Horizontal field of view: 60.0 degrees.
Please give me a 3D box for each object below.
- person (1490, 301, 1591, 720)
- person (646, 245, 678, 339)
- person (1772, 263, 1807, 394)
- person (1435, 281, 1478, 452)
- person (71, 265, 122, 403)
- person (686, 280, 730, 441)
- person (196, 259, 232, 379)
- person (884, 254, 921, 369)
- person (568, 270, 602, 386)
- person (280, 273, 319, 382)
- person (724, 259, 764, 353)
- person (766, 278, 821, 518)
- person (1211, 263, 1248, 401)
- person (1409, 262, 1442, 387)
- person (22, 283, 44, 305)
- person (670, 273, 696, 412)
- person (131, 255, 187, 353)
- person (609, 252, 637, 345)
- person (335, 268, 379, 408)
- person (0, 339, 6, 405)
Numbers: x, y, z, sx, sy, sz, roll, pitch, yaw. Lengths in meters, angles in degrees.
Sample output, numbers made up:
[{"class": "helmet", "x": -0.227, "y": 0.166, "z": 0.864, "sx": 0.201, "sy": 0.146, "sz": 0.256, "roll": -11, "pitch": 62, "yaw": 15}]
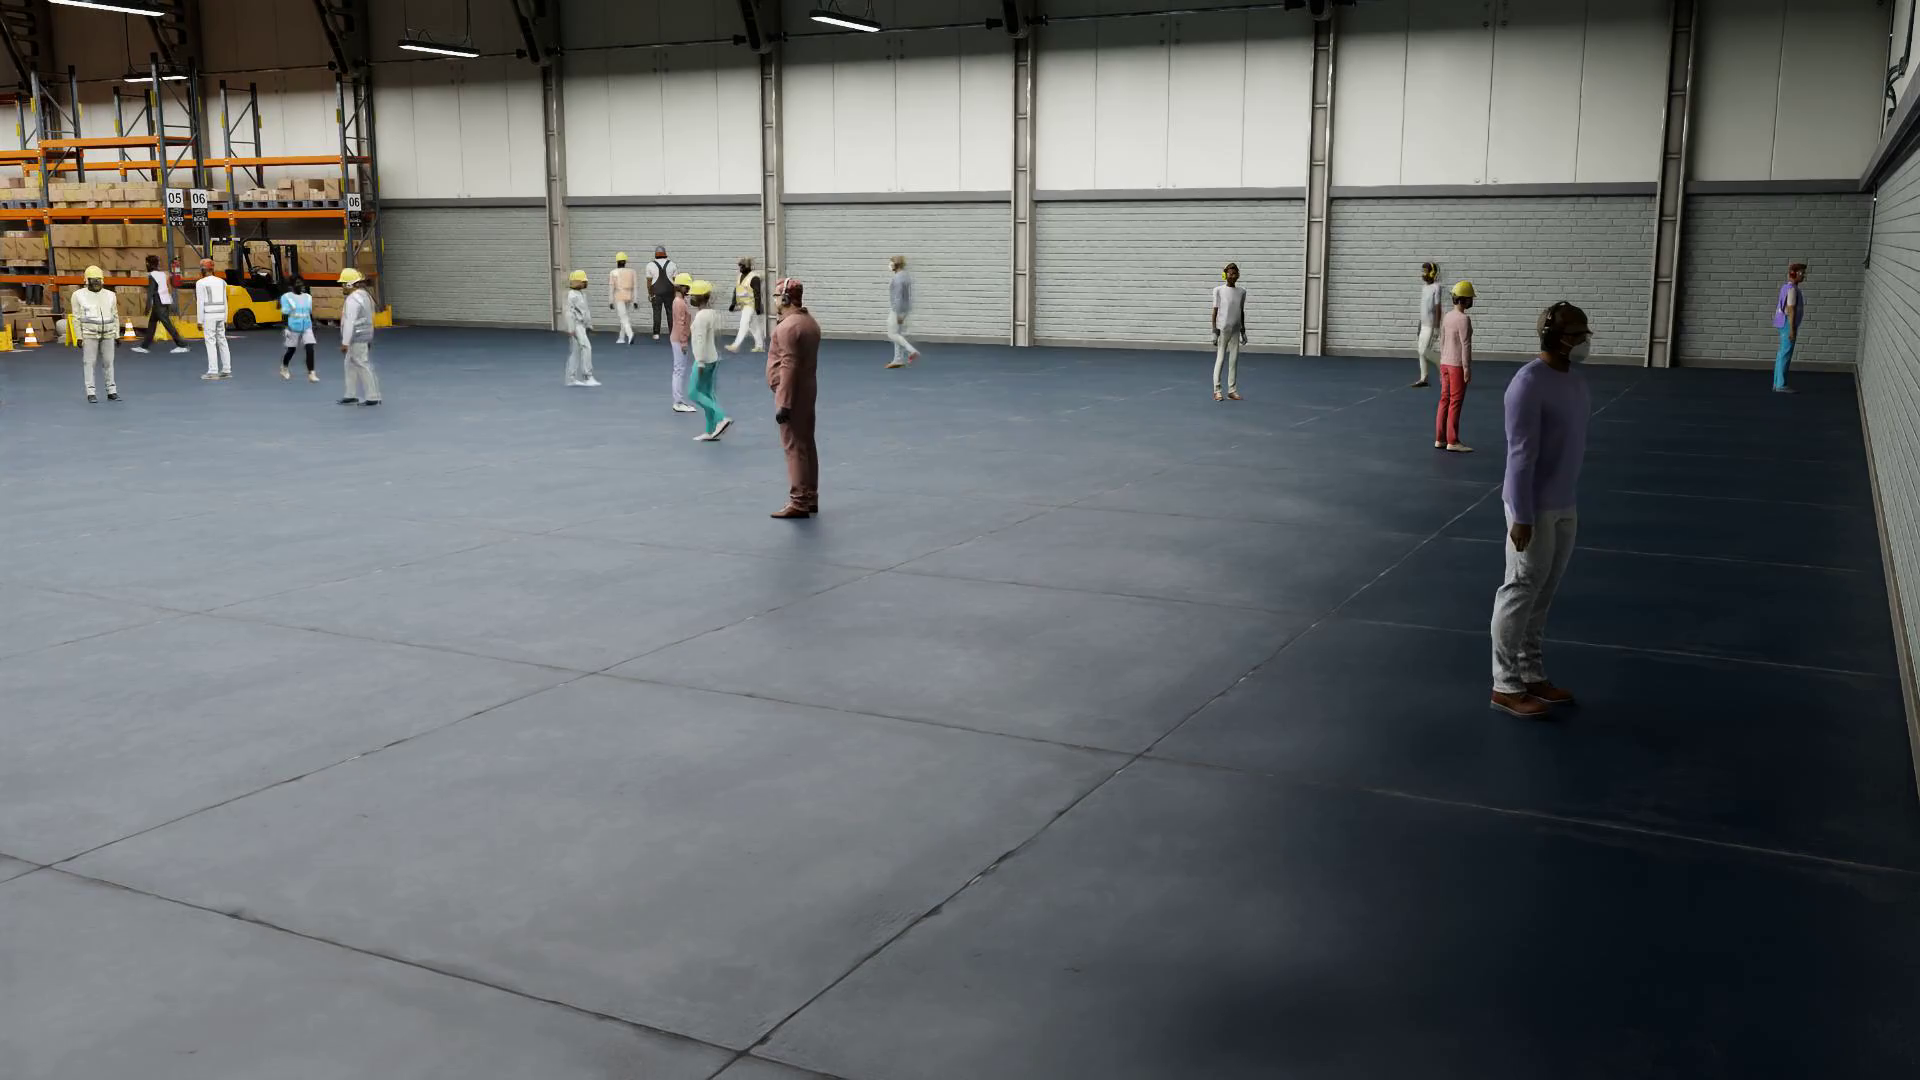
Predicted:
[{"class": "person", "x": 2.740, "y": -0.144, "z": 7.806, "sx": 0.362, "sy": 1.938, "sz": 0.631, "roll": 9, "pitch": 14, "yaw": 41}, {"class": "person", "x": -6.476, "y": -5.390, "z": 36.136, "sx": 0.681, "sy": 2.000, "sz": 0.538, "roll": -3, "pitch": 11, "yaw": -16}, {"class": "person", "x": 11.804, "y": -3.012, "z": 23.702, "sx": 0.374, "sy": 1.841, "sz": 0.574, "roll": 4, "pitch": 11, "yaw": 18}, {"class": "person", "x": 5.194, "y": -1.803, "z": 17.333, "sx": 0.325, "sy": 1.765, "sz": 0.534, "roll": -2, "pitch": 11, "yaw": -10}, {"class": "person", "x": -11.612, "y": -2.770, "z": 22.405, "sx": 0.404, "sy": 1.837, "sz": 0.587, "roll": 9, "pitch": 14, "yaw": 41}, {"class": "person", "x": -2.778, "y": -1.936, "z": 18.067, "sx": 0.404, "sy": 1.759, "sz": 0.537, "roll": 0, "pitch": 10, "yaw": 1}, {"class": "person", "x": -11.677, "y": -3.448, "z": 25.989, "sx": 0.341, "sy": 1.879, "sz": 0.574, "roll": 4, "pitch": 11, "yaw": 20}, {"class": "person", "x": -0.978, "y": -3.799, "z": 27.783, "sx": 0.530, "sy": 1.923, "sz": 0.632, "roll": 2, "pitch": 11, "yaw": 9}, {"class": "person", "x": -5.577, "y": -3.144, "z": 24.763, "sx": 0.701, "sy": 1.720, "sz": 0.501, "roll": 1, "pitch": 10, "yaw": 4}, {"class": "person", "x": -10.189, "y": -3.265, "z": 25.552, "sx": 0.773, "sy": 1.671, "sz": 0.533, "roll": 9, "pitch": 14, "yaw": 41}, {"class": "person", "x": -4.124, "y": -4.458, "z": 31.733, "sx": 0.980, "sy": 1.785, "sz": 0.624, "roll": -7, "pitch": 13, "yaw": -35}, {"class": "person", "x": -1.340, "y": -1.126, "z": 13.253, "sx": 0.403, "sy": 1.906, "sz": 0.652, "roll": 2, "pitch": 11, "yaw": 13}, {"class": "person", "x": 3.675, "y": -2.828, "z": 22.636, "sx": 0.538, "sy": 1.869, "sz": 0.313, "roll": -4, "pitch": 11, "yaw": -19}, {"class": "person", "x": 6.947, "y": -3.158, "z": 24.491, "sx": 0.489, "sy": 1.856, "sz": 0.519, "roll": -1, "pitch": 10, "yaw": -7}, {"class": "person", "x": -24.874, "y": -6.881, "z": 44.603, "sx": 0.388, "sy": 1.919, "sz": 0.585, "roll": 5, "pitch": 11, "yaw": 24}, {"class": "person", "x": -3.537, "y": -2.516, "z": 21.227, "sx": 0.329, "sy": 1.763, "sz": 0.523, "roll": -2, "pitch": 11, "yaw": -10}, {"class": "person", "x": -15.342, "y": -4.498, "z": 31.762, "sx": 1.028, "sy": 1.864, "sz": 0.614, "roll": -2, "pitch": 11, "yaw": -11}, {"class": "person", "x": -6.911, "y": -4.971, "z": 34.248, "sx": 0.593, "sy": 1.902, "sz": 0.852, "roll": -9, "pitch": 14, "yaw": -40}, {"class": "person", "x": -7.943, "y": -2.616, "z": 21.630, "sx": 0.742, "sy": 1.803, "sz": 0.622, "roll": -1, "pitch": 10, "yaw": -5}, {"class": "person", "x": -12.905, "y": -2.742, "z": 21.873, "sx": 0.518, "sy": 1.977, "sz": 0.639, "roll": 0, "pitch": 10, "yaw": 1}]
